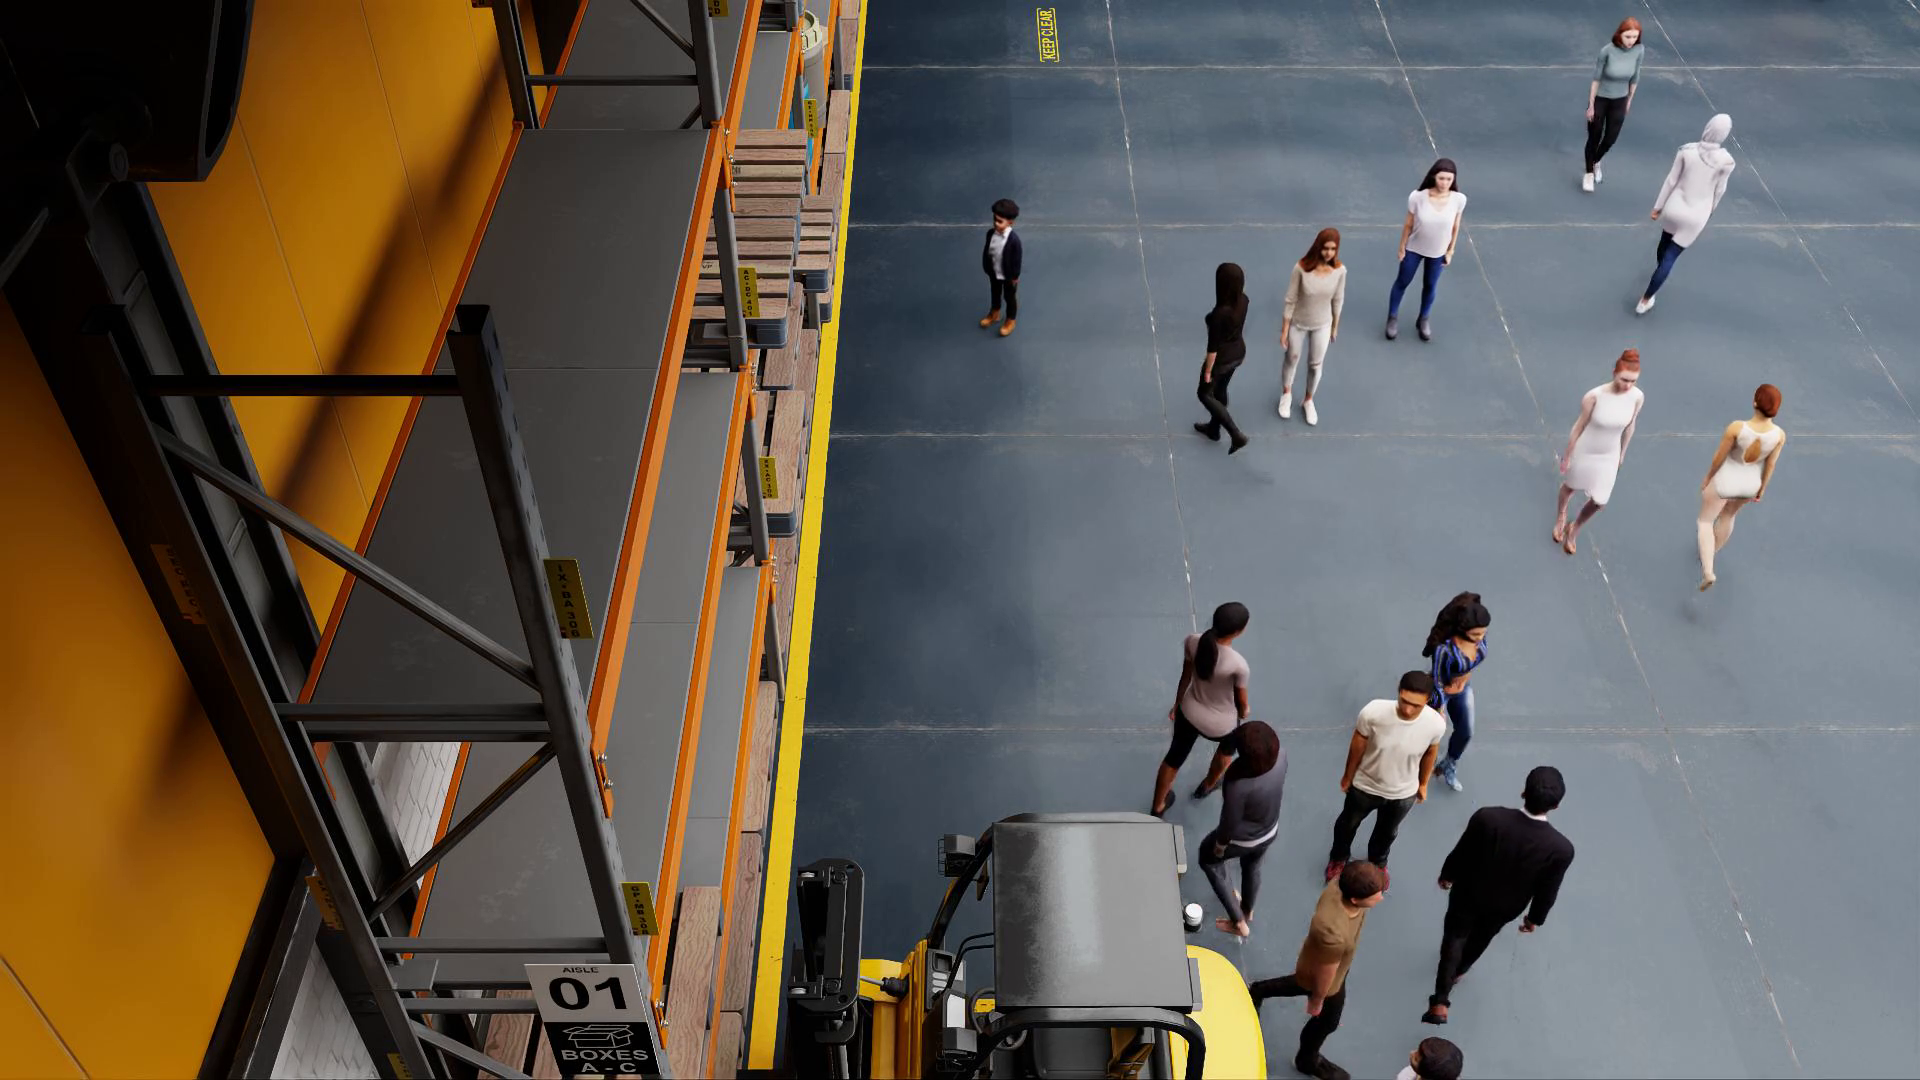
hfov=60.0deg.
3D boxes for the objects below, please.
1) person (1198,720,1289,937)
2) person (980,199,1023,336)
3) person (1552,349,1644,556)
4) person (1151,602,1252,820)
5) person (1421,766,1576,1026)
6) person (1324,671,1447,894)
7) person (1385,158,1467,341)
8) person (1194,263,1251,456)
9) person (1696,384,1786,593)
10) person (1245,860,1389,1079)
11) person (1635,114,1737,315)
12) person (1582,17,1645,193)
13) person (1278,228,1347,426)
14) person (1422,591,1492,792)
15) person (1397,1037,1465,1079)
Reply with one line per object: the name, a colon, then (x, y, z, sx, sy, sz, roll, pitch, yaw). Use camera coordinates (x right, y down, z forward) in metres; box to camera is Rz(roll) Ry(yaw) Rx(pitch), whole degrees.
person: (1.653, 1.652, 9.233, 0.794, 1.758, 0.838, -24, 49, -23)
person: (0.361, -2.269, 13.734, 0.579, 1.226, 0.627, 30, 51, 27)
person: (4.419, -0.660, 11.643, 0.625, 1.780, 0.672, 4, 44, 4)
person: (1.436, 1.108, 9.841, 0.871, 1.708, 0.945, 26, 49, 25)
person: (2.809, 1.944, 8.854, 0.988, 1.858, 1.141, 14, 45, 14)
person: (2.433, 1.360, 9.510, 0.670, 1.798, 0.571, 5, 44, 5)
person: (3.772, -2.352, 13.494, 0.605, 1.678, 0.556, 4, 44, 4)
person: (2.036, -1.324, 12.451, 0.852, 1.628, 0.922, -33, 52, -29)
person: (5.312, -0.323, 11.407, 0.623, 1.620, 0.913, 7, 44, 7)
person: (1.804, 2.181, 8.624, 0.938, 1.832, 1.017, 17, 46, 17)
person: (5.957, -2.638, 13.751, 1.042, 1.737, 1.148, 28, 50, 26)
person: (5.891, -4.024, 15.215, 0.623, 1.725, 0.660, 4, 44, 4)
person: (2.661, -1.694, 12.786, 0.625, 1.701, 0.603, 4, 44, 4)
person: (2.901, 0.878, 10.153, 0.776, 1.610, 0.830, -23, 48, -22)
person: (2.207, 2.878, 8.085, 0.704, 1.565, 0.589, 18, 46, 18)
